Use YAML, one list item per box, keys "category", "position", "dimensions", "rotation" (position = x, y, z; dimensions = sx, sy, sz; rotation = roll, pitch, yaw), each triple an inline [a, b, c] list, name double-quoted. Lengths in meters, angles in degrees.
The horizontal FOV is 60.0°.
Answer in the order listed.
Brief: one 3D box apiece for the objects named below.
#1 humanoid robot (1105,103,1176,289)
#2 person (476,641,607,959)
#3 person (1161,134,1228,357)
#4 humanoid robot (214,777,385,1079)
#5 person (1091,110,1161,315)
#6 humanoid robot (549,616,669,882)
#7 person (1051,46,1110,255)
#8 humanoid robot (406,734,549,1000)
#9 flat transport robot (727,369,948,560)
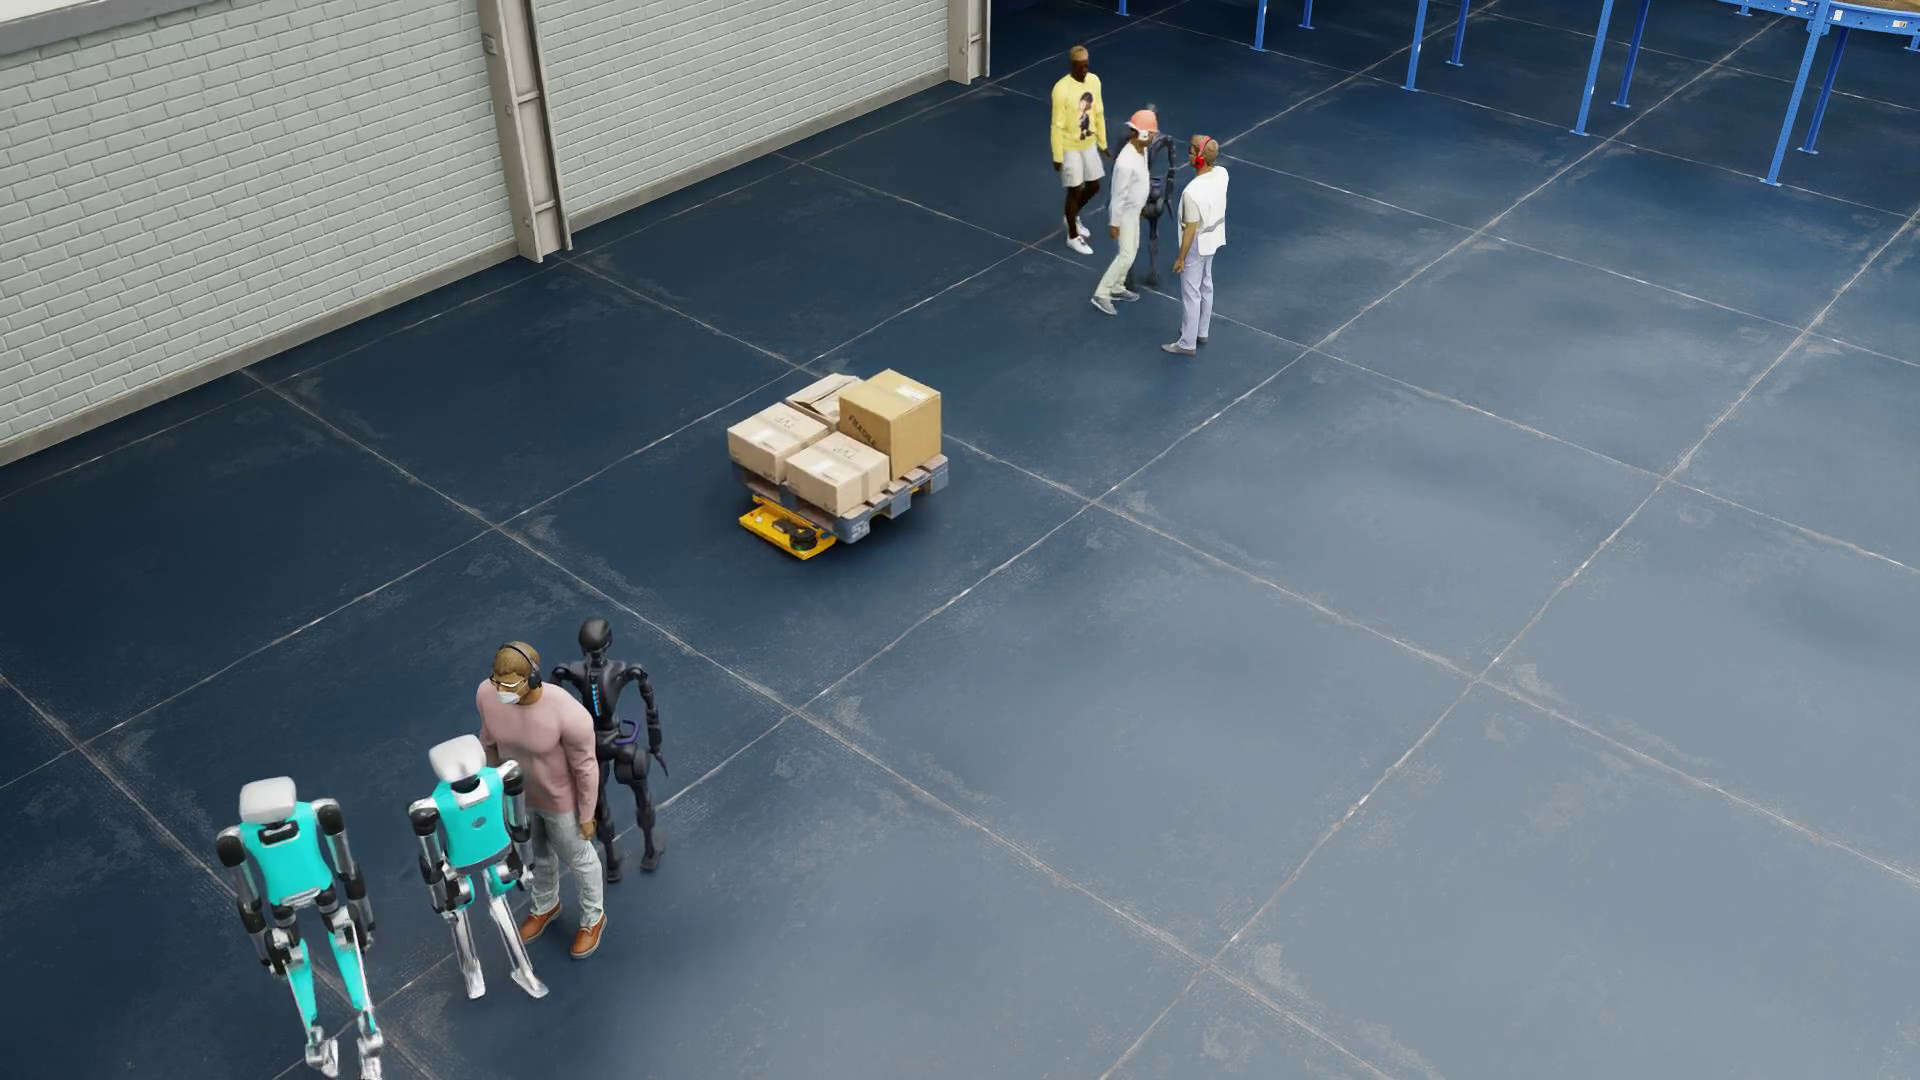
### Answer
- category: "humanoid robot"
  position: [1.555, -2.970, 14.341]
  dimensions: [0.589, 1.649, 0.326]
  rotation: [2, 35, 2]
- category: "person"
  position: [-2.045, 1.268, 8.170]
  dimensions: [0.628, 1.939, 0.373]
  rotation: [12, 37, 16]
- category: "person"
  position: [1.910, -2.347, 13.321]
  dimensions: [0.390, 1.849, 0.564]
  rotation: [21, 40, 27]
- category: "humanoid robot"
  position: [-2.854, 1.909, 7.441]
  dimensions: [0.542, 1.784, 0.736]
  rotation: [-16, 38, -21]
- category: "person"
  position: [1.430, -2.789, 14.053]
  dimensions: [0.429, 1.711, 0.606]
  rotation: [11, 37, 15]
- category: "humanoid robot"
  position: [-1.829, 1.089, 8.647]
  dimensions: [0.603, 1.651, 0.311]
  rotation: [-1, 35, -2]
- category: "person"
  position: [1.077, -3.500, 14.907]
  dimensions: [0.580, 1.881, 0.492]
  rotation: [-22, 41, -28]
- category: "humanoid robot"
  position: [-2.358, 1.531, 7.969]
  dimensions: [0.531, 1.780, 0.771]
  rotation: [-23, 42, -29]
- category: "flat transport robot"
  position: [-0.830, -0.349, 11.877]
  dimensions: [0.659, 0.231, 1.431]
  rotation: [27, 44, 33]
